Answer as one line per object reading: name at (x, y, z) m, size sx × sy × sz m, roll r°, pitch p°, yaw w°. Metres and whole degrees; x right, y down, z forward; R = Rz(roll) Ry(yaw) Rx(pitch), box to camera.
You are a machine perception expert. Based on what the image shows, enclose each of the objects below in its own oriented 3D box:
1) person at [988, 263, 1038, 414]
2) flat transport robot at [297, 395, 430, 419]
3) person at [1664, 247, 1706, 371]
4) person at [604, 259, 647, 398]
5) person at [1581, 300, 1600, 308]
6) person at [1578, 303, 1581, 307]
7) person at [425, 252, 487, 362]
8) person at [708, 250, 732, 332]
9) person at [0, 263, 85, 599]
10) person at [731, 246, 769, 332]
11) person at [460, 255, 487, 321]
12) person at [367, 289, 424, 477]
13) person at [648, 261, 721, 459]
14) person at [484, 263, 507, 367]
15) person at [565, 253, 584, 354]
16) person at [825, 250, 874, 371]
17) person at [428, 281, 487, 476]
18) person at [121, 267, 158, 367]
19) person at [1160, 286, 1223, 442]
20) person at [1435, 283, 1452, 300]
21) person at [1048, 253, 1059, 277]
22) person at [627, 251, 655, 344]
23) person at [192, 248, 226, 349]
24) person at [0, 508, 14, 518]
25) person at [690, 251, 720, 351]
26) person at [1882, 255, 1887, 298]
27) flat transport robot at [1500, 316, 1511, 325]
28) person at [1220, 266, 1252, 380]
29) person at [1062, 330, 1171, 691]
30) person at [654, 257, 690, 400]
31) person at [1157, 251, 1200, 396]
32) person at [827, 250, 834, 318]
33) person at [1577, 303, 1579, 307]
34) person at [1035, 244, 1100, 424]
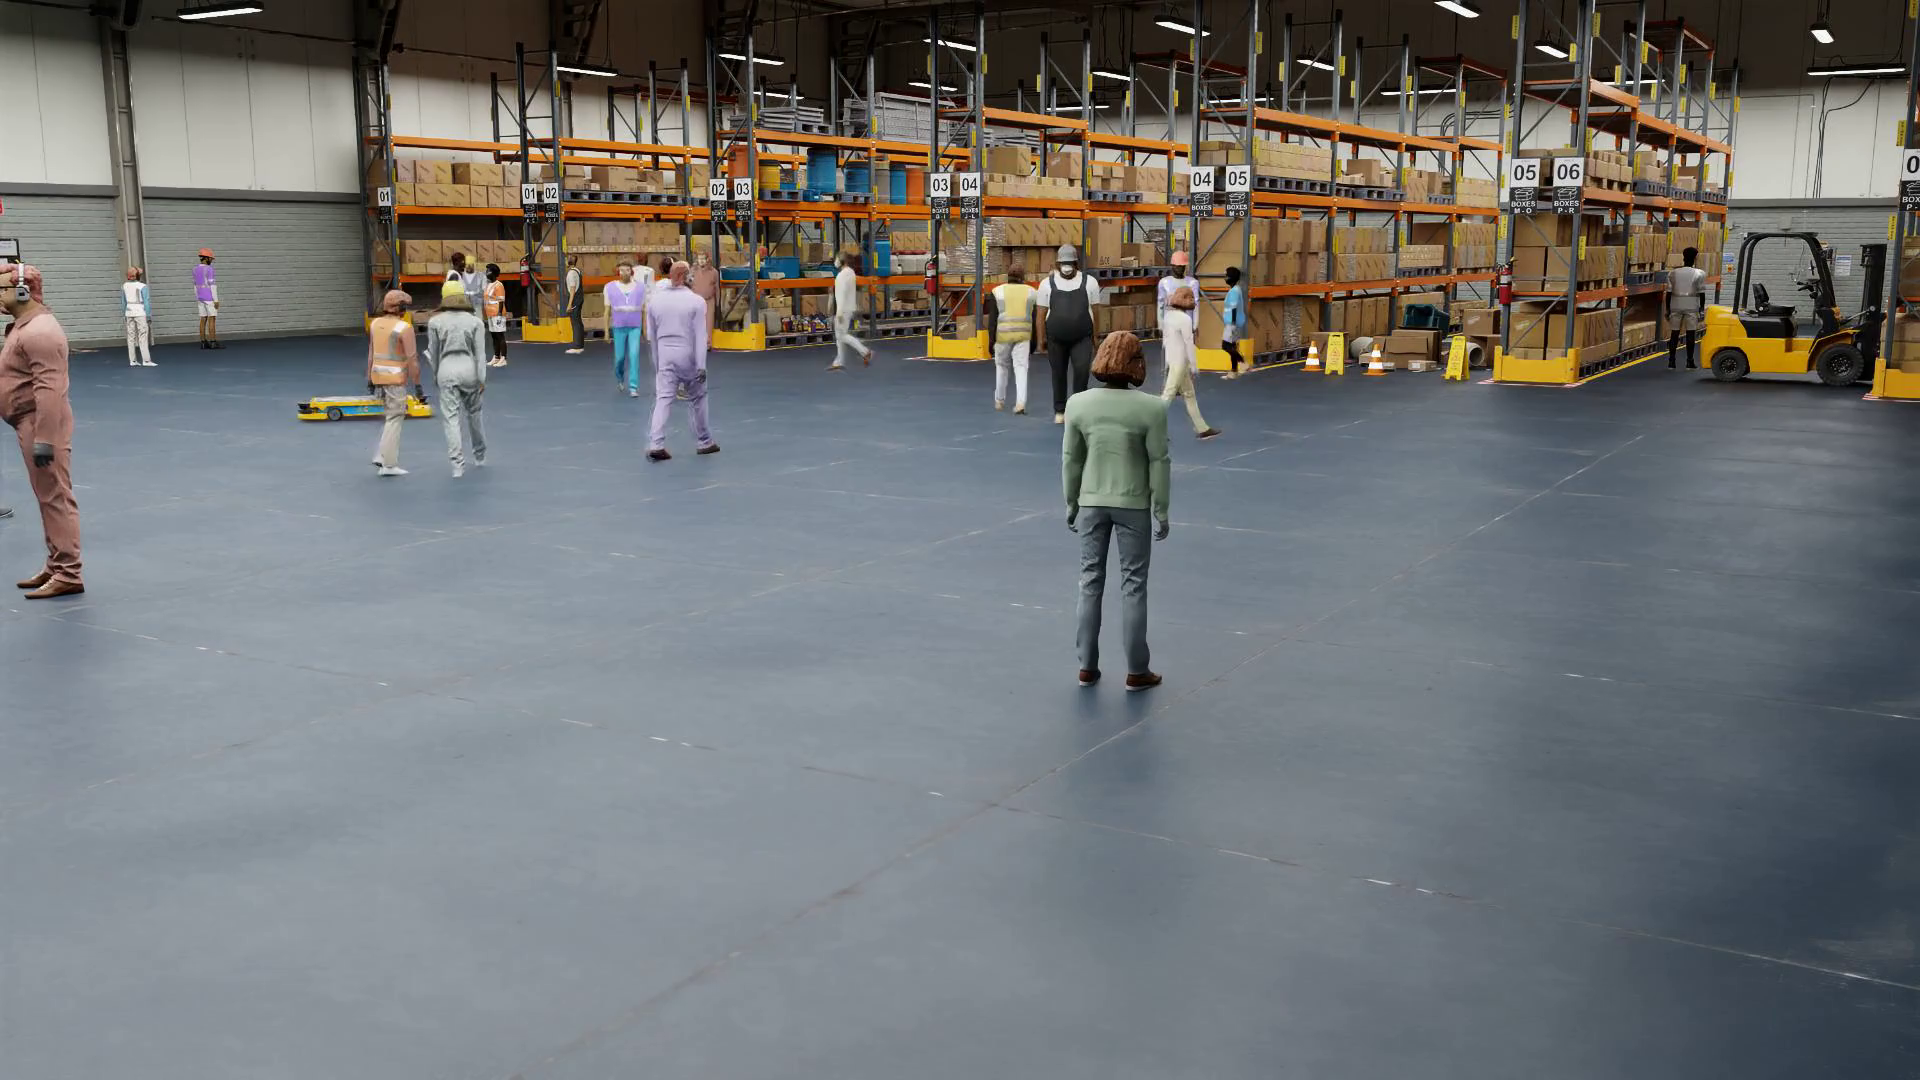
person at (0.643, -2.417, 19.957) m, size 0.628 × 1.790 × 0.960 m, roll -1°, pitch 10°, yaw -7°
flat transport robot at (-6.925, -1.551, 19.332) m, size 1.431 × 0.197 × 0.652 m, roll -4°, pitch 11°, yaw -19°
person at (11.579, -3.689, 26.558) m, size 0.614 × 1.963 × 0.362 m, roll 8°, pitch 13°, yaw 37°
person at (-4.427, -2.809, 22.048) m, size 0.566 × 1.825 × 0.663 m, roll -3°, pitch 11°, yaw -16°
person at (15.116, -6.002, 40.005) m, size 0.445 × 1.804 × 0.724 m, roll -10°, pitch 14°, yaw -43°
person at (14.984, -6.119, 40.617) m, size 0.816 × 1.814 × 0.630 m, roll 0°, pitch 10°, yaw 3°
person at (-8.524, -3.887, 27.930) m, size 0.940 × 1.883 × 0.600 m, roll -1°, pitch 10°, yaw -7°
person at (-4.937, -4.892, 33.528) m, size 0.569 × 1.878 × 1.008 m, roll 5°, pitch 11°, yaw 26°
person at (-5.303, -0.621, 9.544) m, size 0.400 × 1.910 × 0.643 m, roll -6°, pitch 12°, yaw -31°
person at (-4.340, -5.168, 34.831) m, size 0.960 × 1.983 × 0.682 m, roll 5°, pitch 11°, yaw 28°
person at (-9.336, -4.551, 31.846) m, size 0.598 × 1.817 × 0.635 m, roll -1°, pitch 10°, yaw -8°
person at (-4.912, -1.359, 14.457) m, size 0.534 × 1.622 × 0.394 m, roll 7°, pitch 12°, yaw 33°
person at (-2.646, -1.693, 15.700) m, size 0.661 × 1.862 × 0.985 m, roll 4°, pitch 11°, yaw 22°
person at (-7.611, -3.674, 27.232) m, size 0.319 × 1.697 × 0.532 m, roll -8°, pitch 13°, yaw -37°
person at (-7.097, -4.342, 30.555) m, size 0.344 × 1.847 × 0.504 m, roll 1°, pitch 10°, yaw 4°
person at (-1.759, -3.607, 26.244) m, size 0.751 × 1.917 × 0.637 m, roll 2°, pitch 10°, yaw 10°
person at (-4.440, -1.437, 14.738) m, size 0.484 × 1.688 × 0.886 m, roll -3°, pitch 11°, yaw -16°
person at (-13.525, -3.665, 27.337) m, size 0.515 × 1.640 × 0.315 m, roll 3°, pitch 11°, yaw 16°
person at (2.288, -1.790, 16.965) m, size 0.849 × 1.580 × 0.519 m, roll -2°, pitch 10°, yaw -9°
person at (12.355, -6.528, 42.444) m, size 0.458 × 1.967 × 0.639 m, roll 9°, pitch 13°, yaw 40°
person at (1.762, -4.196, 29.731) m, size 0.601 × 1.842 × 0.896 m, roll 8°, pitch 13°, yaw 37°
person at (-6.365, -4.822, 33.213) m, size 0.583 × 1.863 × 0.752 m, roll 5°, pitch 11°, yaw 25°
person at (-14.368, -4.602, 31.786) m, size 0.543 × 1.928 × 0.373 m, roll 5°, pitch 11°, yaw 27°
person at (-7.303, -1.057, 12.219) m, size 0.586 × 1.823 × 0.403 m, roll 7°, pitch 12°, yaw 34°
person at (-4.886, -4.529, 31.534) m, size 0.654 × 1.879 × 0.825 m, roll -2°, pitch 10°, yaw -11°
person at (20.420, -5.549, 37.097) m, size 0.589 × 1.924 × 0.384 m, roll -8°, pitch 13°, yaw -36°
flat transport robot at (13.379, -5.383, 40.798) m, size 0.652 × 0.197 × 1.431 m, roll 1°, pitch 10°, yaw 7°
person at (4.056, -3.189, 24.568) m, size 0.402 × 1.687 × 0.534 m, roll 3°, pitch 10°, yaw 14°
person at (0.711, -0.132, 7.566) m, size 0.507 × 1.631 × 0.266 m, roll 5°, pitch 11°, yaw 24°
person at (-3.730, -2.722, 21.496) m, size 0.527 × 1.849 × 0.634 m, roll 10°, pitch 14°, yaw 43°
person at (2.894, -2.848, 21.982) m, size 0.547 × 1.913 × 0.657 m, roll 0°, pitch 10°, yaw 1°
person at (-2.787, -5.621, 37.632) m, size 0.588 × 1.883 × 0.988 m, roll 5°, pitch 11°, yaw 25°
person at (15.402, -6.352, 41.554) m, size 0.372 × 1.940 × 0.632 m, roll -3°, pitch 11°, yaw -16°
person at (1.190, -2.284, 18.483) m, size 0.715 × 2.000 × 0.727 m, roll 1°, pitch 10°, yaw 5°
